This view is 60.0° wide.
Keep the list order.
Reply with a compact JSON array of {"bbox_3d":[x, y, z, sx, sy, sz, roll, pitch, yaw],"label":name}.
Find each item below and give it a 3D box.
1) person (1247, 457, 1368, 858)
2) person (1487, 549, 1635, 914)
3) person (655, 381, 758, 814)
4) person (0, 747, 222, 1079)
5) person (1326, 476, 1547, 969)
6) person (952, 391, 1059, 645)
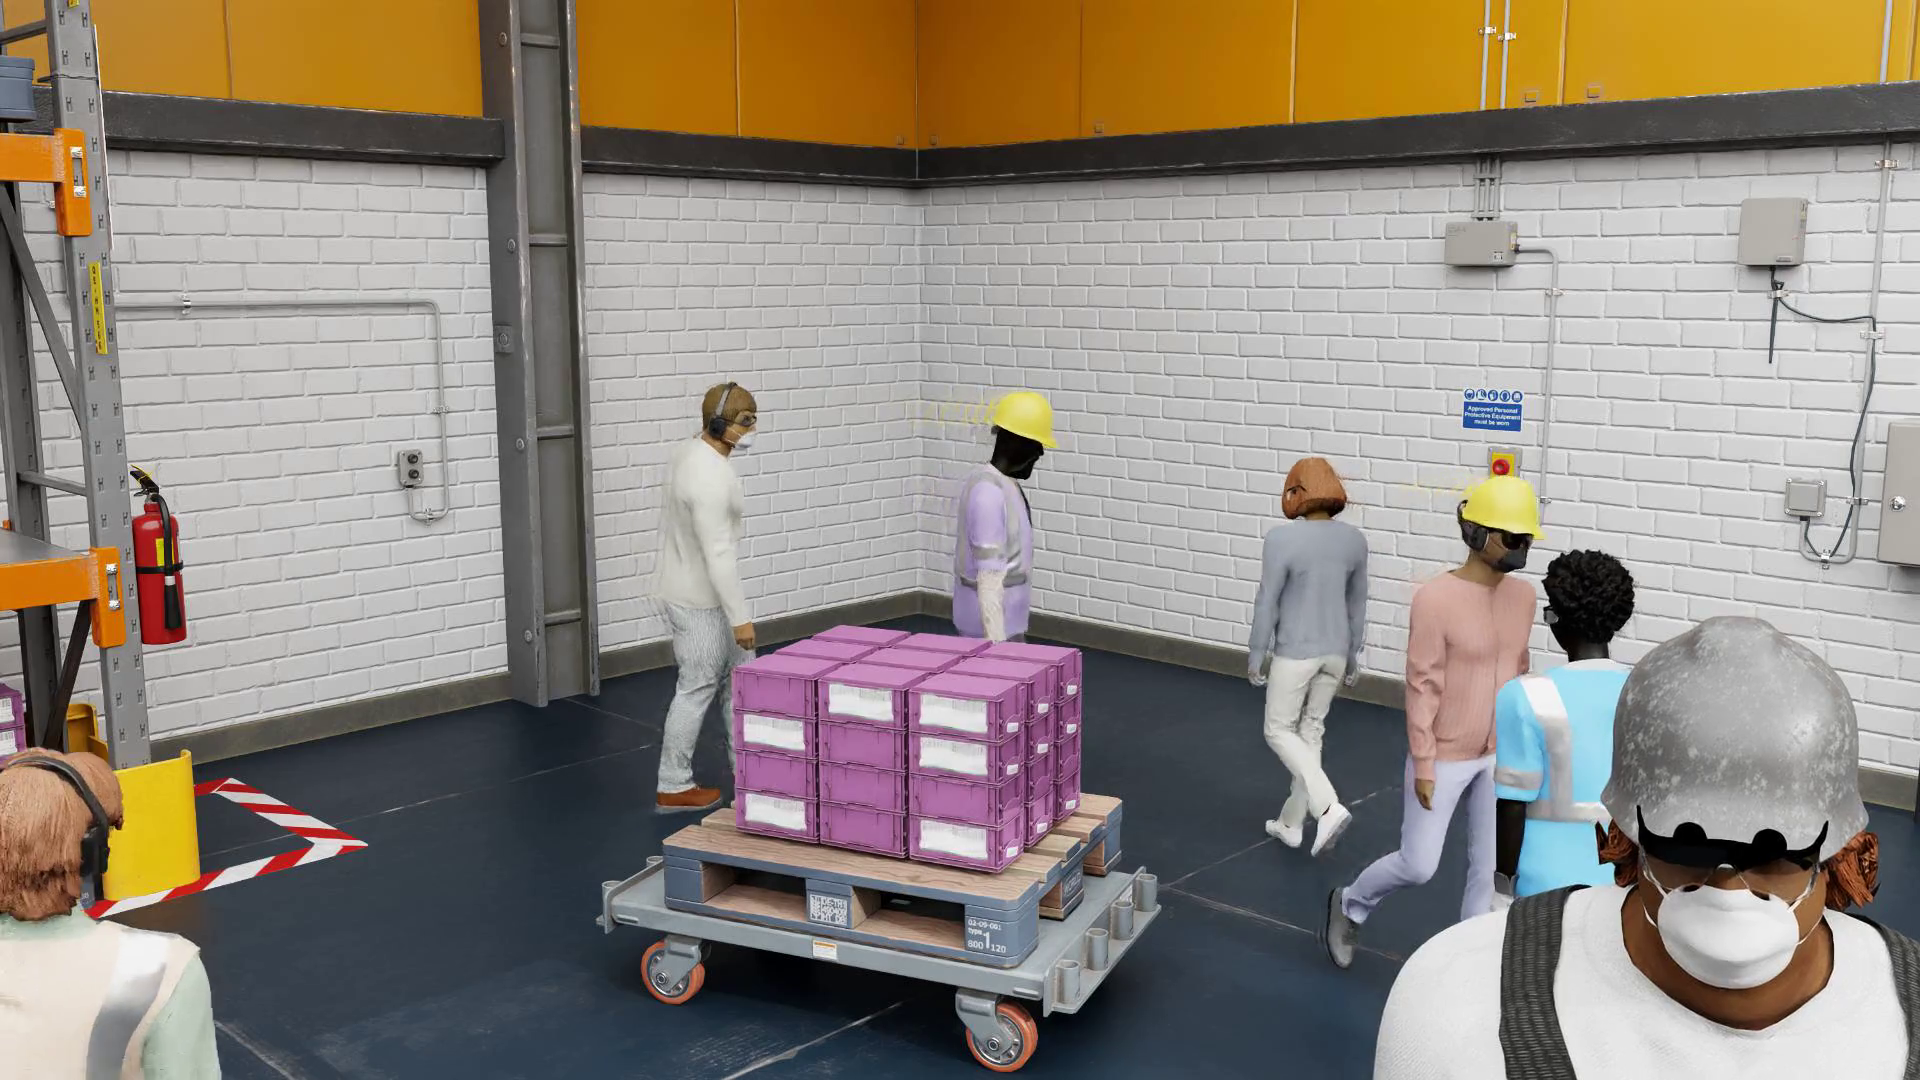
[{"bbox_3d":[1.439,0.482,6.656,0.551,1.605,0.550,-4,10,-24],"label":"person"},{"bbox_3d":[1.562,0.865,4.150,0.541,1.667,0.425,-2,9,-12],"label":"person"},{"bbox_3d":[-0.994,0.265,7.134,0.739,1.894,0.704,-1,9,-8],"label":"person"},{"bbox_3d":[-1.405,1.137,2.583,0.528,1.632,0.433,-1,9,-7],"label":"person"},{"bbox_3d":[1.530,0.640,5.283,0.533,1.740,0.677,-4,10,-26],"label":"person"},{"bbox_3d":[0.086,0.328,6.802,0.634,1.881,0.604,2,9,10],"label":"person"}]
